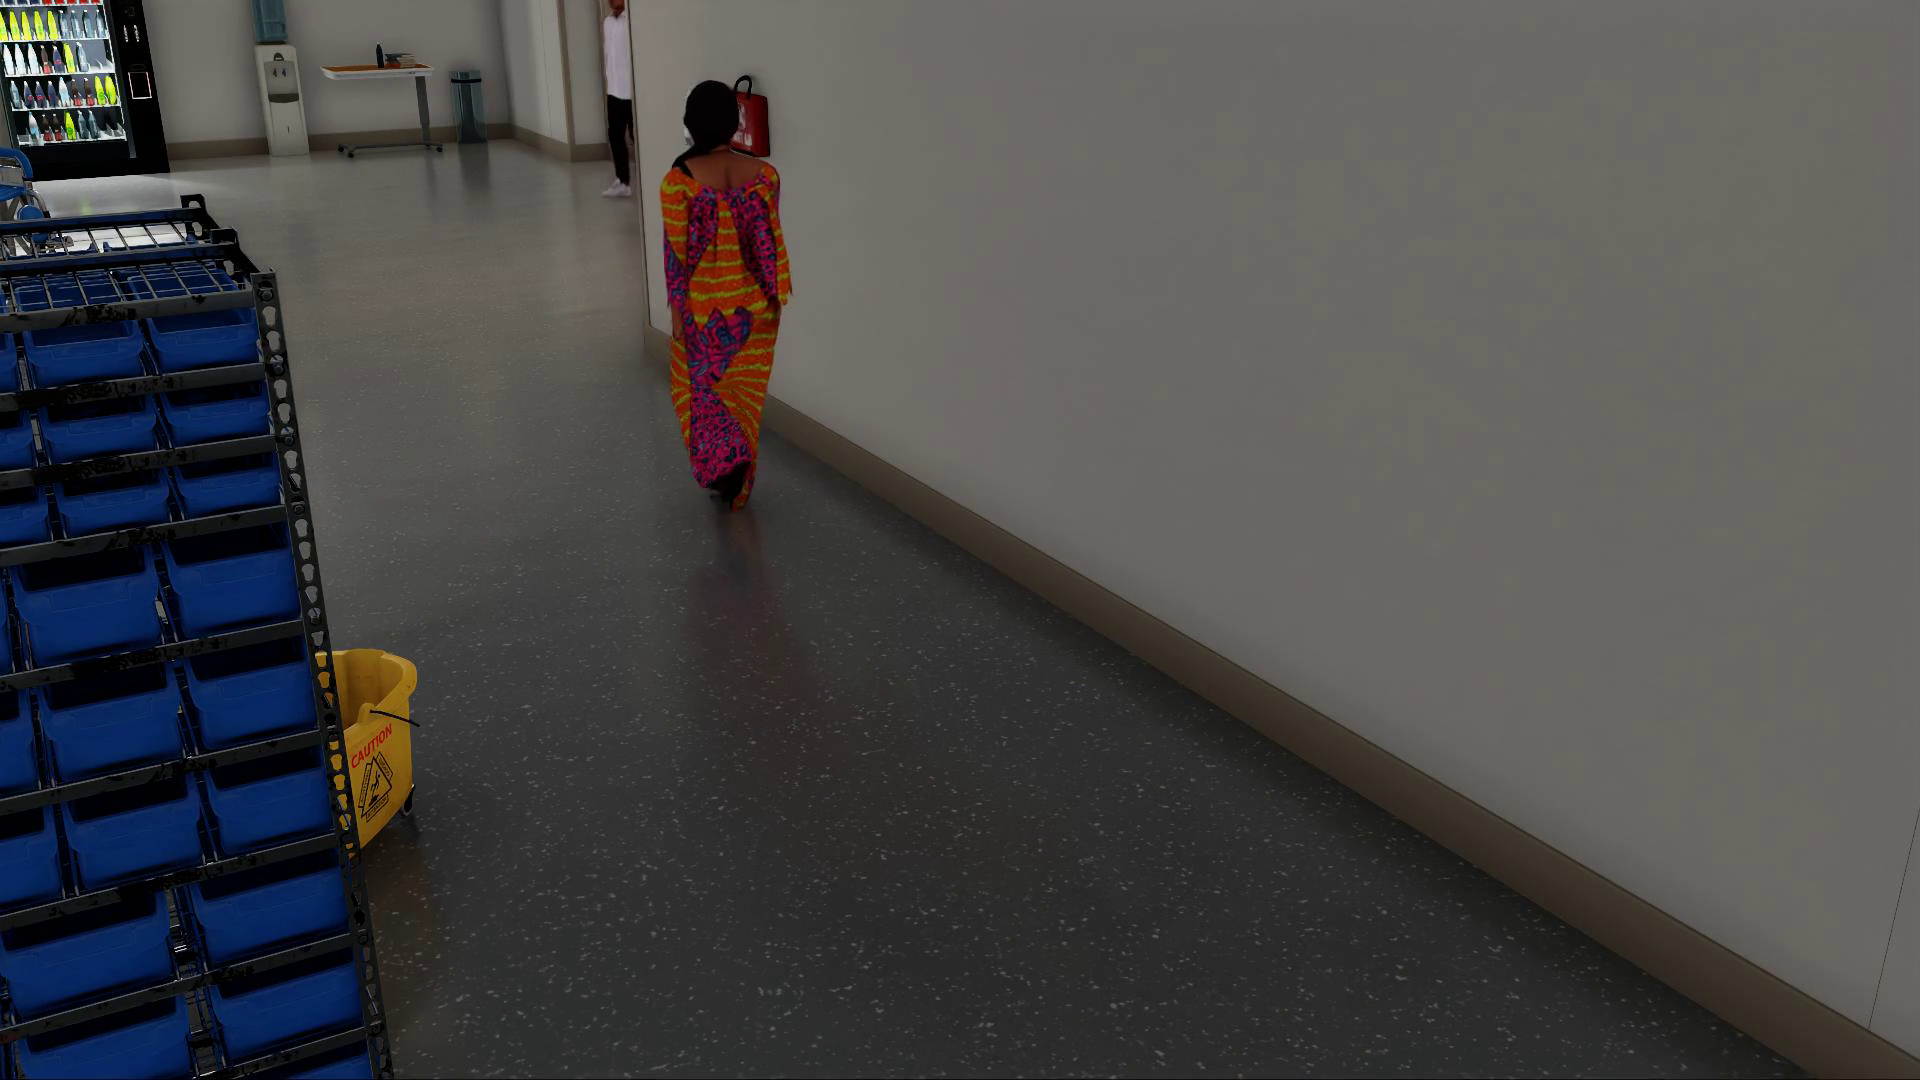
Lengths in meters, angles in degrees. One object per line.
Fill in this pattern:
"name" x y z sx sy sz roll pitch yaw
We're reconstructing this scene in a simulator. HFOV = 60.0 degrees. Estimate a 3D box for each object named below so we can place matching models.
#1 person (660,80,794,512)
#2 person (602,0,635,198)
"person" -0.899 -0.913 6.384 0.797 1.669 0.700 -11 23 -26
"person" -2.668 -3.720 13.620 0.869 1.792 1.079 16 26 36
